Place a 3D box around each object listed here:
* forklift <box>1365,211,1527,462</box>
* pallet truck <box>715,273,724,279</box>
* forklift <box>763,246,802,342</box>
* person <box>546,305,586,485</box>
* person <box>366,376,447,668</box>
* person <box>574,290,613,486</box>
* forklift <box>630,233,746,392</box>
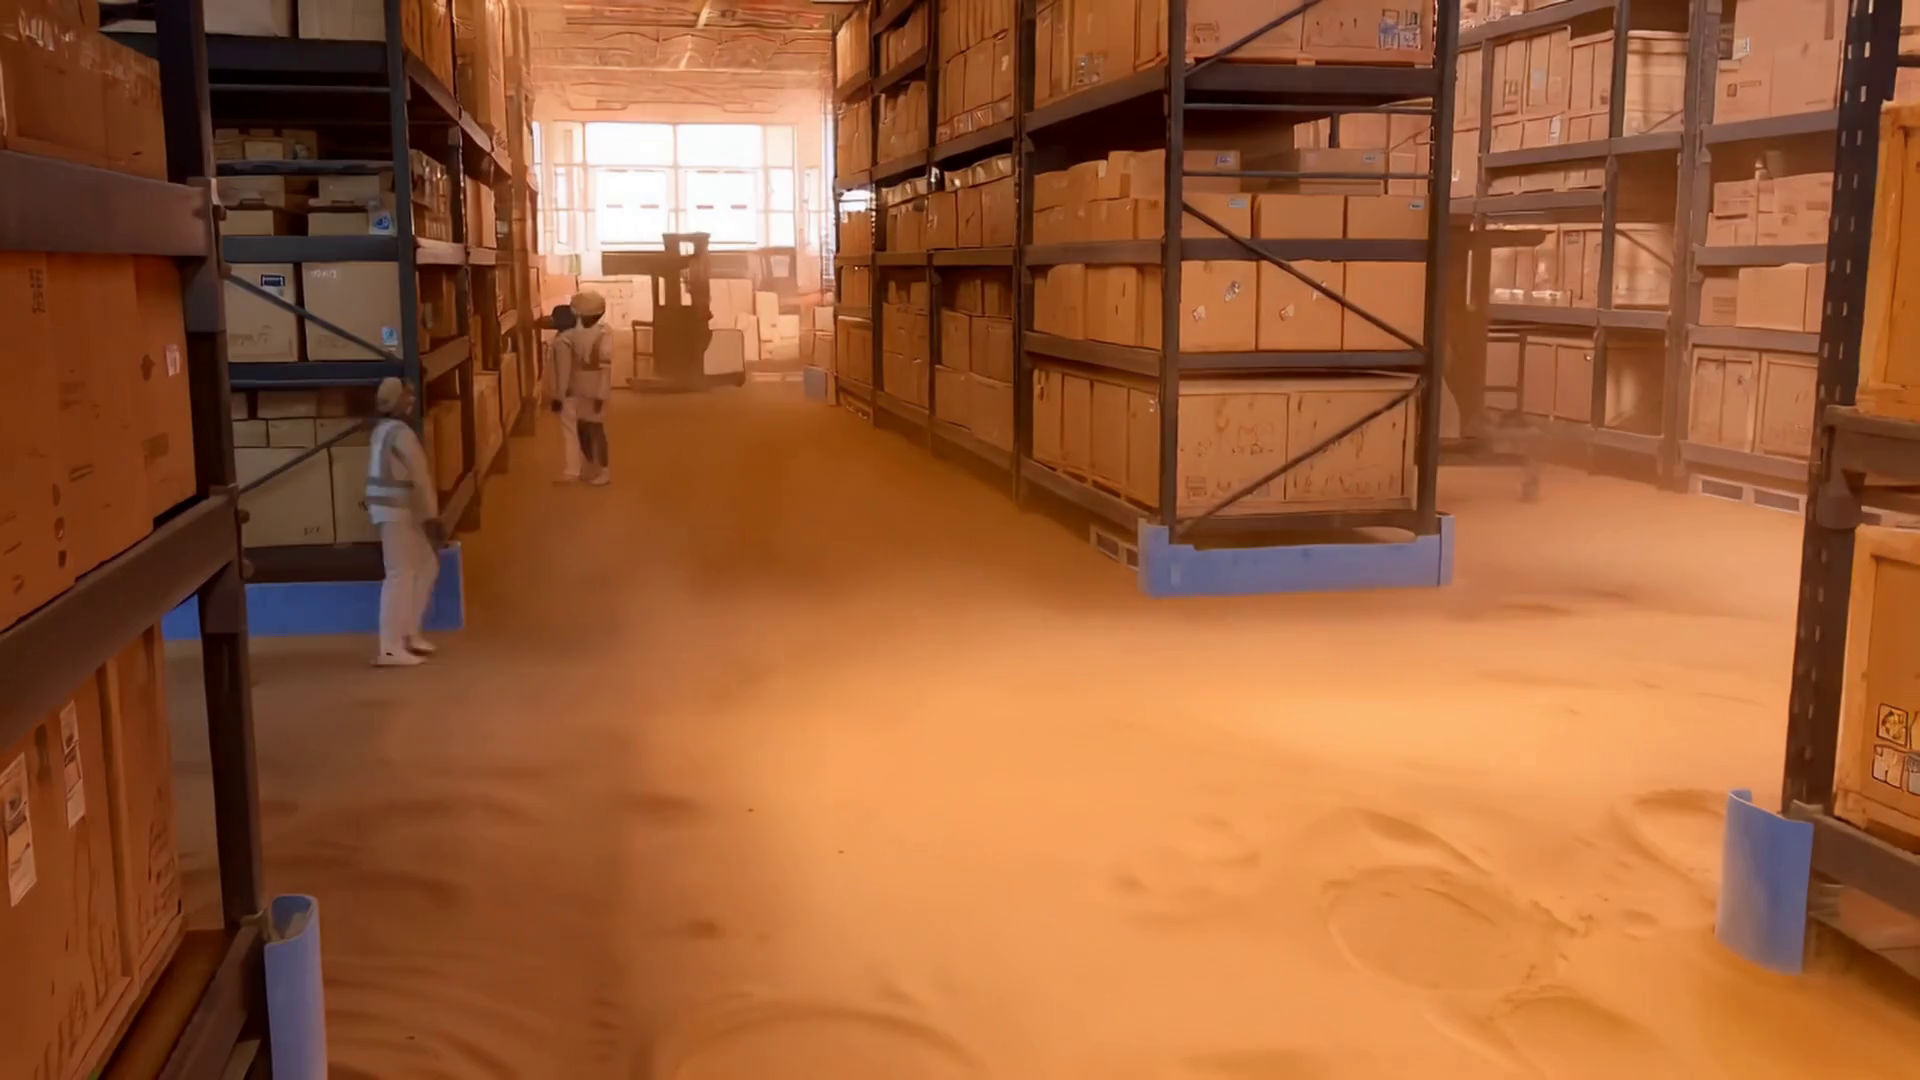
[{"bbox_3d":[5.354,-2.303,18.863,1.873,2.768,1.129,-2,10,-12],"label":"forklift"},{"bbox_3d":[-8.580,-8.986,62.280,1.885,1.965,0.823,1,9,5],"label":"pallet truck"},{"bbox_3d":[-5.328,-7.287,49.237,1.129,2.768,1.873,-2,10,-12],"label":"forklift"},{"bbox_3d":[-4.013,-1.482,17.036,0.429,1.838,0.622,2,9,10],"label":"person"},{"bbox_3d":[-3.069,-0.098,9.269,0.486,1.618,0.560,-5,11,-29],"label":"person"},{"bbox_3d":[-3.747,-1.529,16.852,0.403,2.003,0.700,-9,13,-42],"label":"person"},{"bbox_3d":[-4.889,-4.125,29.967,1.129,2.768,1.873,8,12,40],"label":"forklift"}]
